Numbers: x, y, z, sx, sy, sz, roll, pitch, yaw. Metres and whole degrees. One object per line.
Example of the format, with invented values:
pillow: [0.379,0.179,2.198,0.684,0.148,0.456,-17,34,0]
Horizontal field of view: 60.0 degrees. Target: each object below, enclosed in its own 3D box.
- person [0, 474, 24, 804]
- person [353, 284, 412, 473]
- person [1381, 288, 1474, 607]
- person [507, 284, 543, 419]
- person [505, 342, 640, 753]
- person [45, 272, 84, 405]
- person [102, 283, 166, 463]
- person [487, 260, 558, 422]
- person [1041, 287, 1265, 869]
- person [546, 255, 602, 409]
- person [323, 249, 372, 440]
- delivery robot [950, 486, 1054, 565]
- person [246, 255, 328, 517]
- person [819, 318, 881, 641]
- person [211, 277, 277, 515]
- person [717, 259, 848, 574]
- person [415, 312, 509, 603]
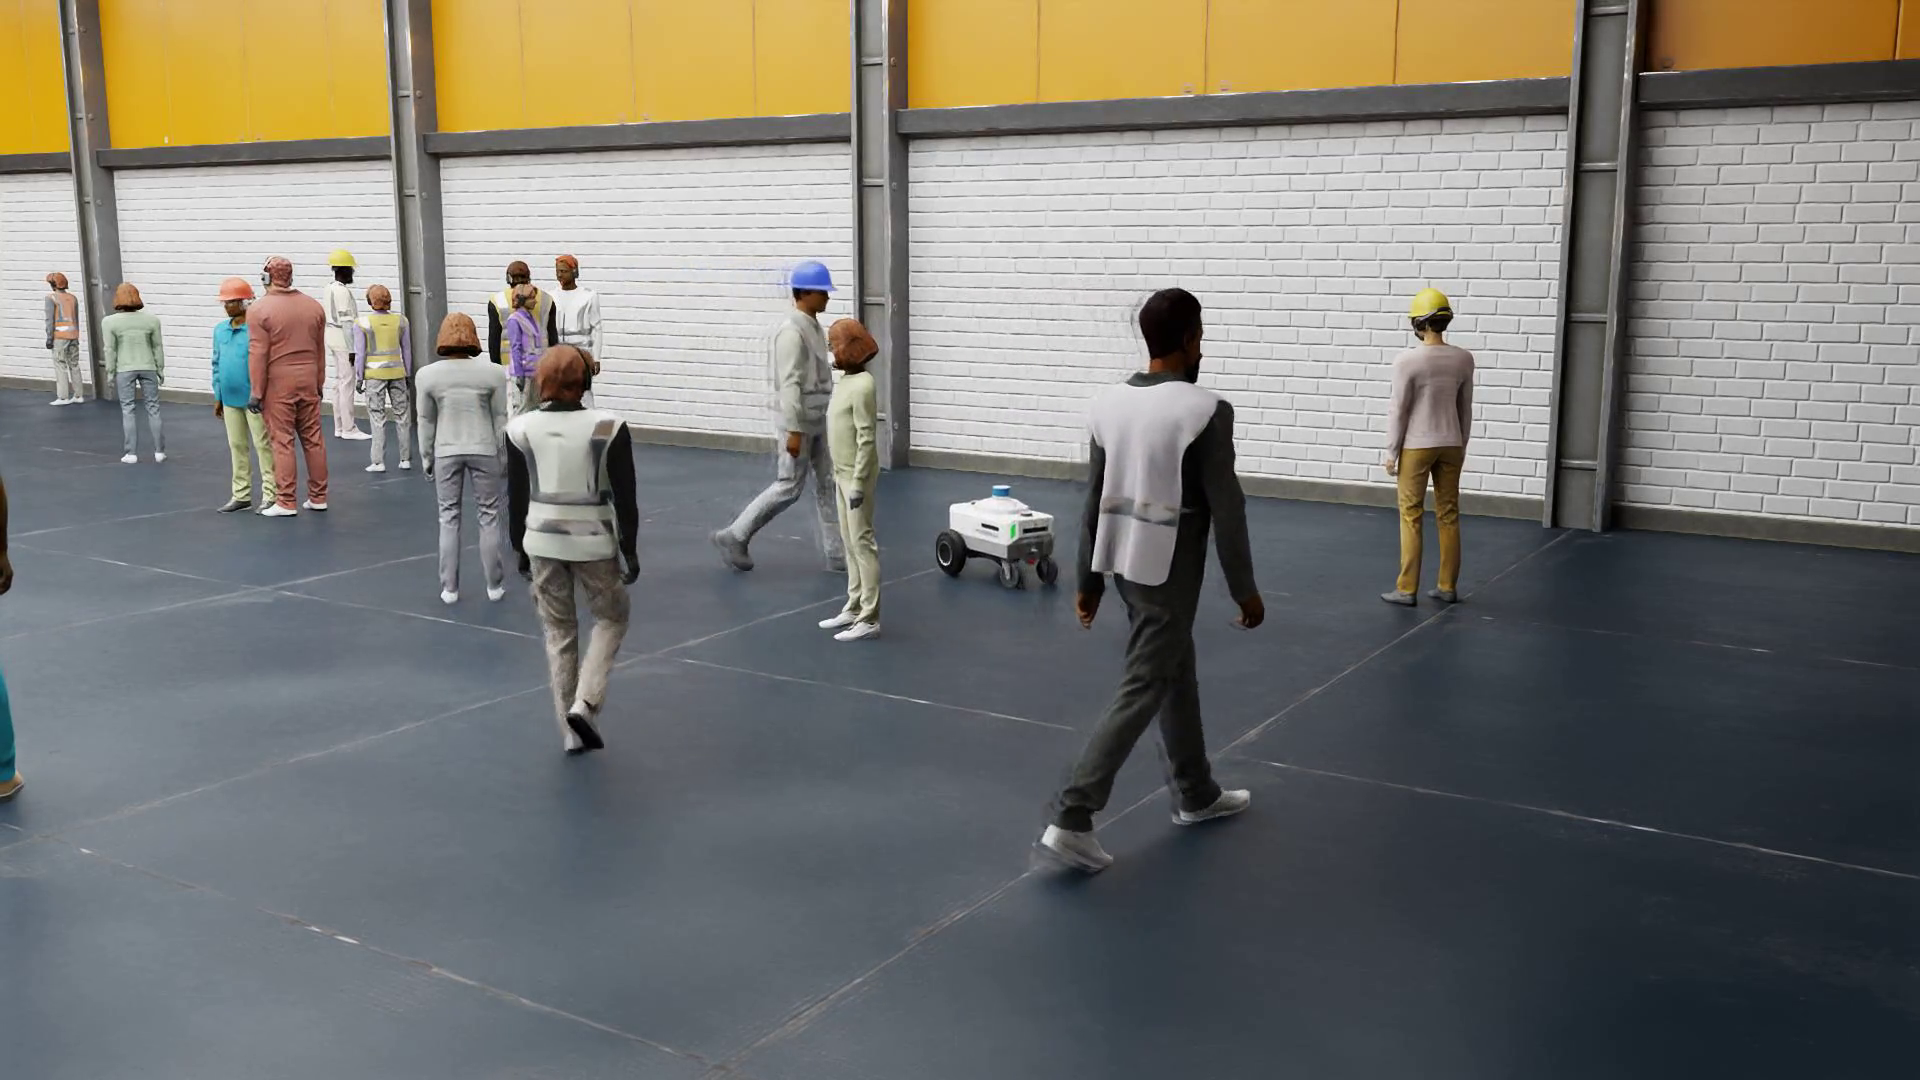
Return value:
person: [-3.631,0.057,5.859,0.507,1.846,0.346,-7,12,-33]
person: [-5.025,-1.404,14.521,0.516,1.641,0.308,-9,14,-42]
person: [2.586,-0.506,9.228,0.528,1.760,0.334,-3,11,-18]
person: [-3.875,-1.463,14.860,0.308,1.637,0.515,1,10,4]
person: [-1.509,0.047,6.497,0.536,1.623,0.388,1,10,5]
person: [-11.028,-2.474,20.478,0.315,1.631,0.523,2,10,10]
person: [-7.515,-1.518,15.163,0.497,1.636,0.286,-8,13,-37]
person: [-3.969,-1.612,15.121,0.633,1.839,0.429,-5,11,-26]
person: [0.618,0.114,5.477,0.990,1.877,0.586,-6,12,-32]
person: [-3.620,-1.703,15.500,0.586,1.882,0.340,2,11,13]
person: [-6.238,-1.977,16.904,0.376,1.925,0.587,-7,12,-33]
delivery robot: [0.246,-0.081,9.940,0.477,0.478,0.707,-7,12,-33]
person: [-4.958,-1.124,12.230,0.404,1.911,0.636,6,12,31]
person: [-0.551,-0.308,8.470,0.289,1.632,0.497,-3,11,-17]
person: [-5.298,-1.062,12.312,0.563,1.752,0.327,3,11,16]
person: [-1.009,-0.720,10.003,0.879,1.919,0.626,2,10,13]
person: [-2.768,-0.454,9.307,0.493,1.625,0.280,-2,10,-11]
